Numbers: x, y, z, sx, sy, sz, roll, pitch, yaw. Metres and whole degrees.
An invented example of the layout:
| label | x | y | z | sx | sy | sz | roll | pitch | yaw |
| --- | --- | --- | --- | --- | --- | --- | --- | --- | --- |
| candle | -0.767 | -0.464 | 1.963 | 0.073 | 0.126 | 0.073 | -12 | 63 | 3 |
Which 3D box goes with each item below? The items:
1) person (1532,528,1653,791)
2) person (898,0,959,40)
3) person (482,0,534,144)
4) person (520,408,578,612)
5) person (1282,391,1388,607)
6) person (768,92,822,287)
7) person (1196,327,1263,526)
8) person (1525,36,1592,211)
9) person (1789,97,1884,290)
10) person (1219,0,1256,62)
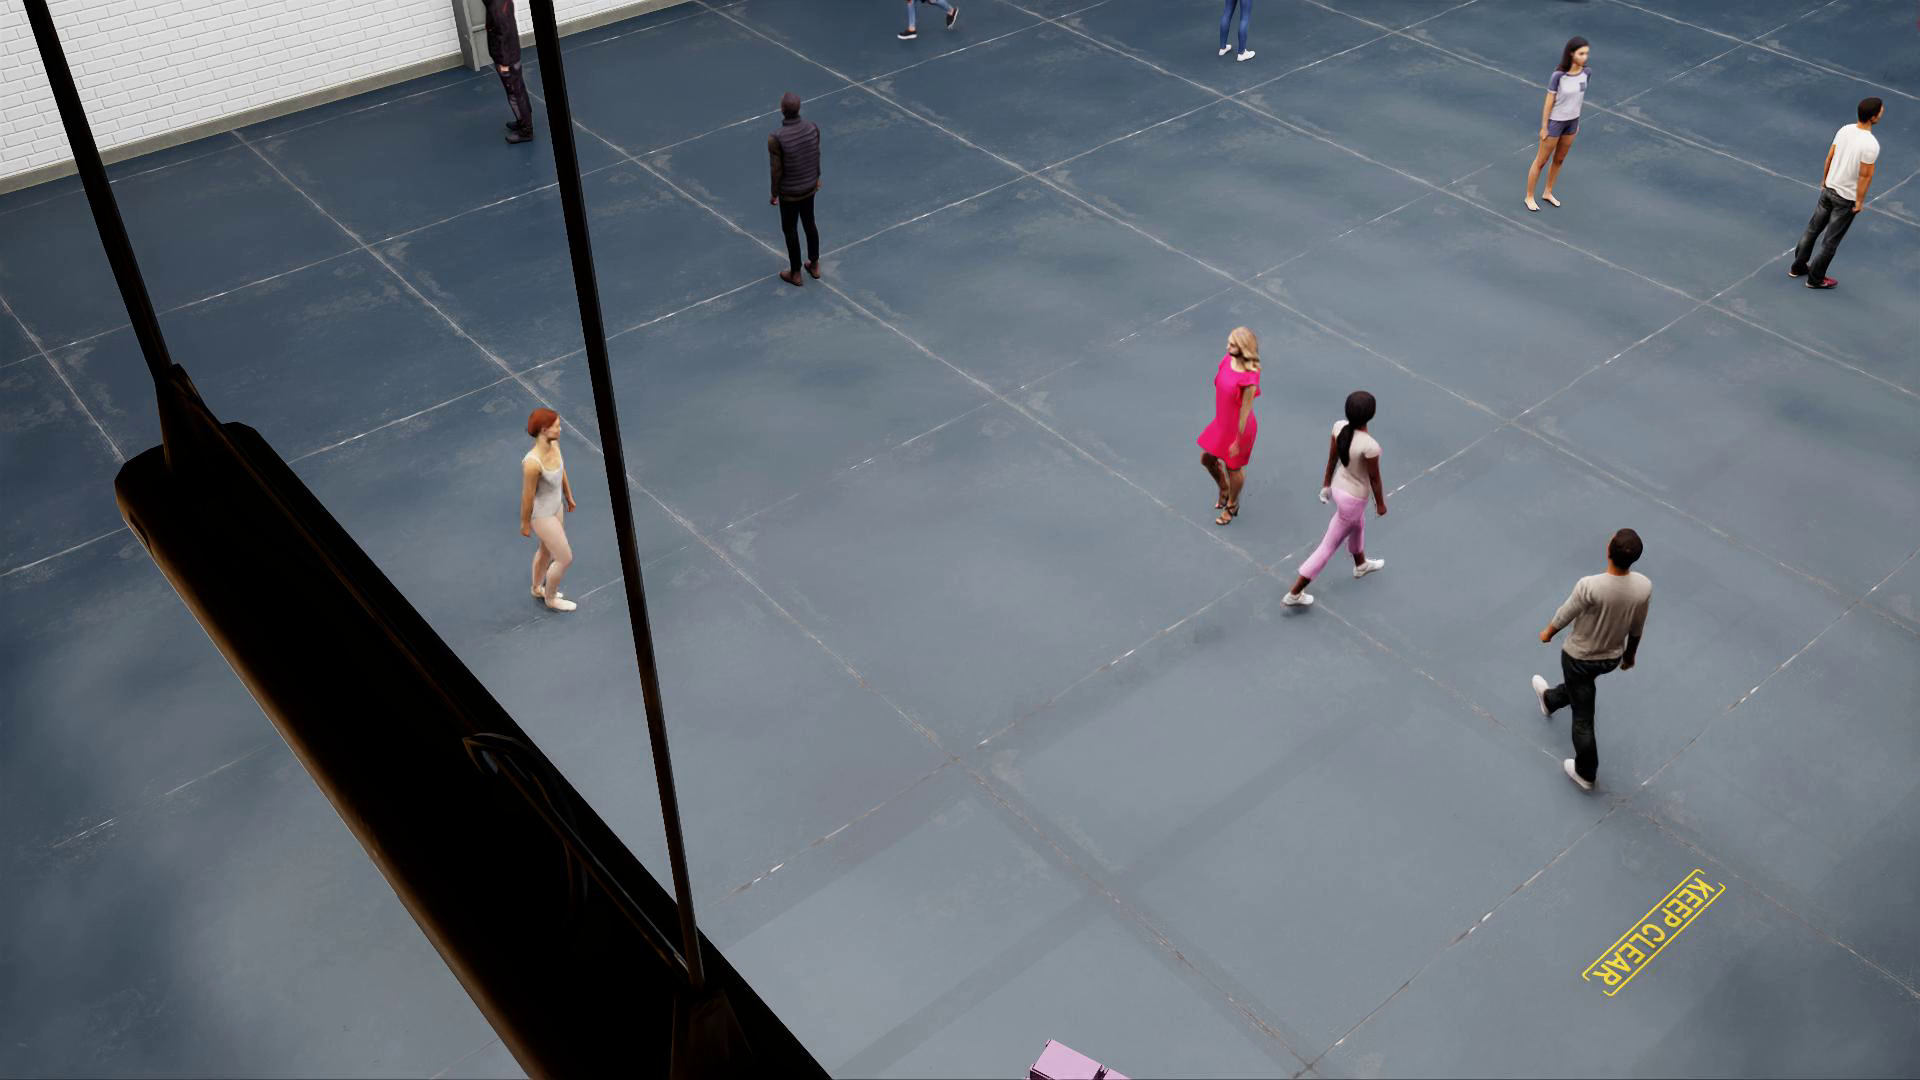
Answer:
| label | x | y | z | sx | sy | sz | roll | pitch | yaw |
| --- | --- | --- | --- | --- | --- | --- | --- | --- | --- |
| person | 3.927 | 0.773 | 10.215 | 1.197 | 1.765 | 1.084 | -7 | 39 | -9 |
| person | -0.377 | -6.802 | 19.784 | 1.080 | 1.660 | 0.725 | -21 | 43 | -24 |
| person | -4.769 | -5.118 | 17.533 | 0.782 | 1.838 | 0.803 | -6 | 39 | -7 |
| person | -2.942 | -0.180 | 11.533 | 0.787 | 1.609 | 0.727 | 10 | 40 | 13 |
| person | 2.626 | -0.238 | 11.535 | 1.227 | 1.697 | 0.808 | -15 | 41 | -18 |
| person | -1.489 | -3.198 | 15.130 | 0.474 | 1.836 | 0.749 | -28 | 46 | -30 |
| person | 2.100 | -0.847 | 12.281 | 0.648 | 1.718 | 0.616 | -18 | 42 | -21 |
| person | 5.898 | -4.099 | 16.341 | 0.561 | 1.733 | 0.711 | -12 | 40 | -15 |
| person | 8.002 | -3.165 | 15.115 | 0.676 | 1.803 | 0.716 | -11 | 40 | -13 |
| person | 3.251 | -6.449 | 19.292 | 0.615 | 1.723 | 0.566 | 29 | 47 | 31 |
